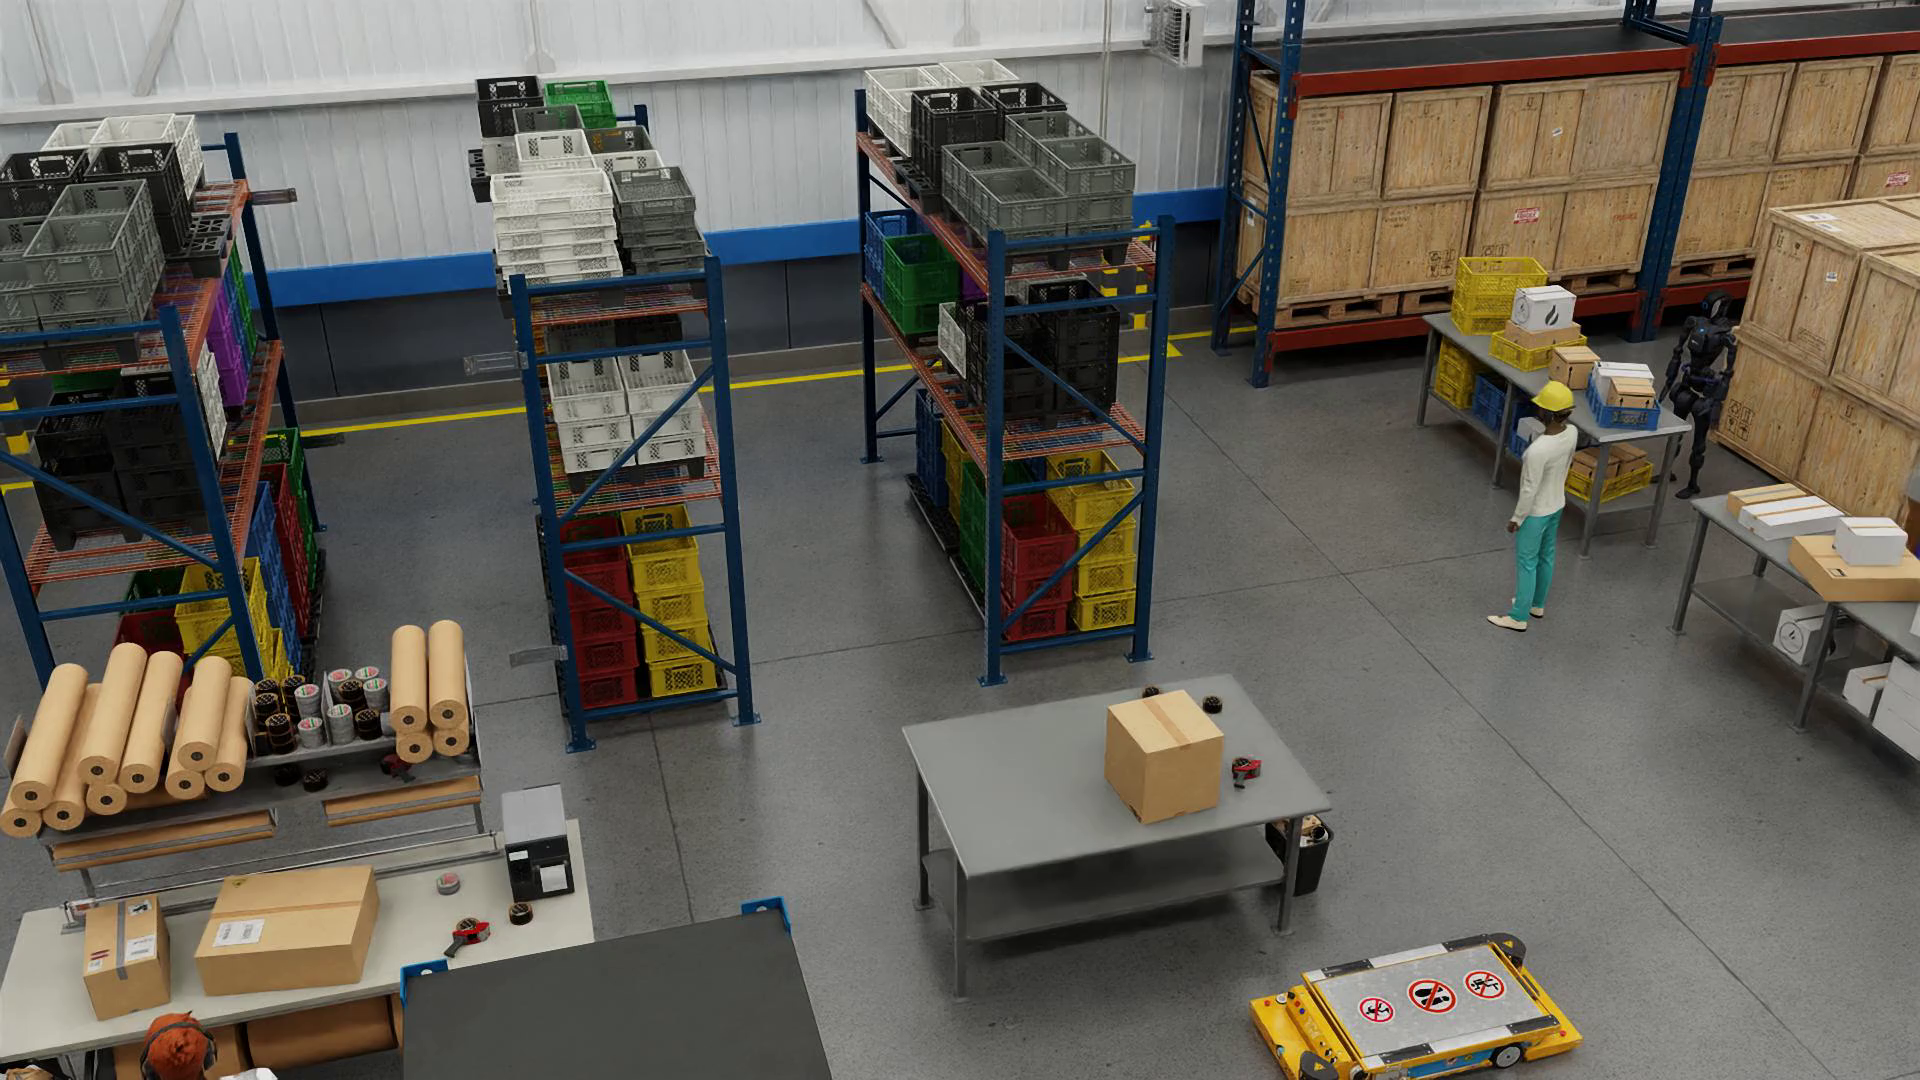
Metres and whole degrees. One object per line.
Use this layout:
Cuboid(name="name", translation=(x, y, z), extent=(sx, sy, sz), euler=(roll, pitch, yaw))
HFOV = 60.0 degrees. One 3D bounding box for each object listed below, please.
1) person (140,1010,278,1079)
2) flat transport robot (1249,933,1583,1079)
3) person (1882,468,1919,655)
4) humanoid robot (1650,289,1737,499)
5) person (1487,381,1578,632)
Cuboid(name="person", translation=(-2.649, 2.450, 6.028), extent=(0.573, 1.882, 0.356), euler=(-21, 35, -33))
Cuboid(name="flat transport robot", translation=(2.184, 2.282, 7.980), extent=(1.431, 0.197, 0.652), euler=(-8, 30, -14))
Cuboid(name="person", translation=(6.173, -0.012, 10.346), extent=(0.684, 2.000, 0.885), euler=(-8, 30, -15))
Cuboid(name="humanoid robot", translation=(5.632, -1.128, 12.736), extent=(0.326, 1.657, 0.588), euler=(-13, 31, -22))
Cuboid(name="person", translation=(3.814, -0.220, 11.006), extent=(0.523, 1.769, 0.312), euler=(-24, 37, -36))
